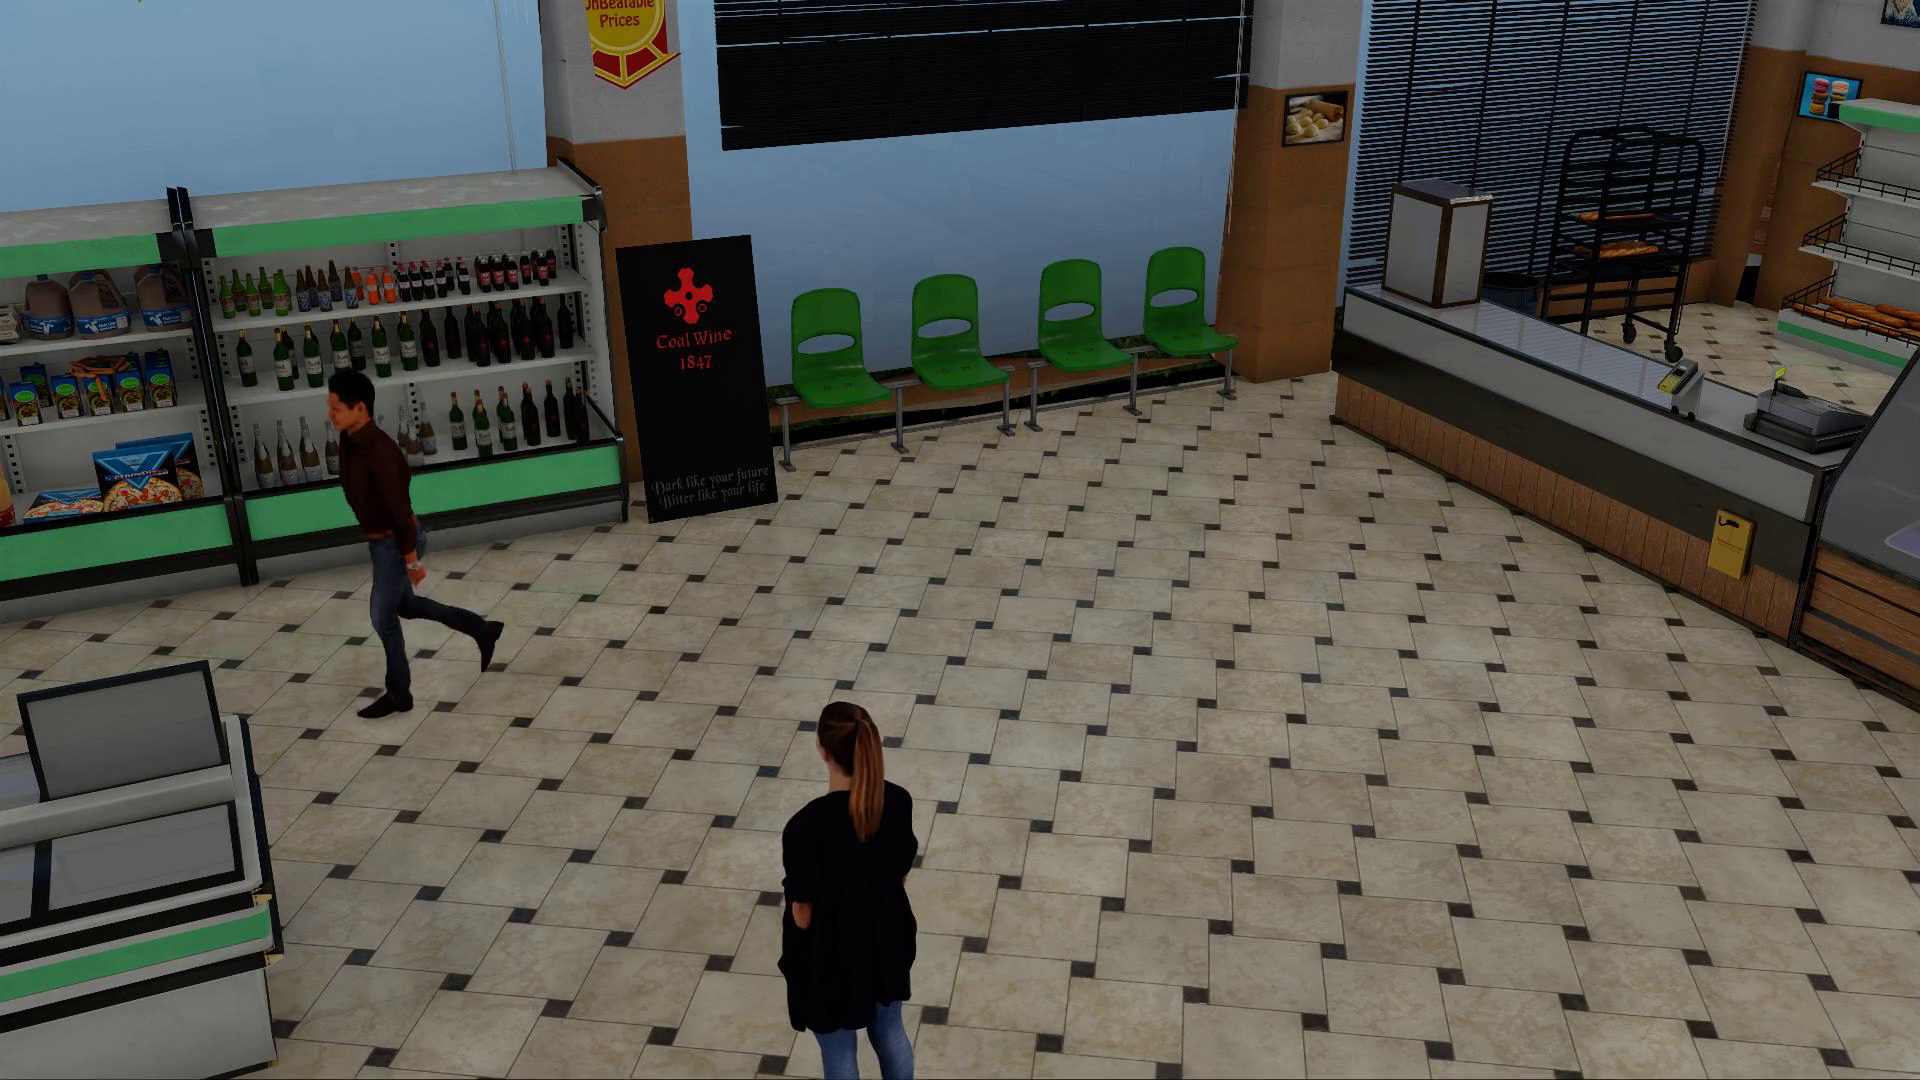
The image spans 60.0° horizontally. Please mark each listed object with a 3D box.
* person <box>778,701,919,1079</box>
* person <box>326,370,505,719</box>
[{"bbox_3d":[-0.327,1.255,5.156,0.542,1.684,0.721,-15,28,-31],"label":"person"},{"bbox_3d":[-2.613,0.007,7.937,1.076,1.741,0.799,-18,29,-35],"label":"person"}]
